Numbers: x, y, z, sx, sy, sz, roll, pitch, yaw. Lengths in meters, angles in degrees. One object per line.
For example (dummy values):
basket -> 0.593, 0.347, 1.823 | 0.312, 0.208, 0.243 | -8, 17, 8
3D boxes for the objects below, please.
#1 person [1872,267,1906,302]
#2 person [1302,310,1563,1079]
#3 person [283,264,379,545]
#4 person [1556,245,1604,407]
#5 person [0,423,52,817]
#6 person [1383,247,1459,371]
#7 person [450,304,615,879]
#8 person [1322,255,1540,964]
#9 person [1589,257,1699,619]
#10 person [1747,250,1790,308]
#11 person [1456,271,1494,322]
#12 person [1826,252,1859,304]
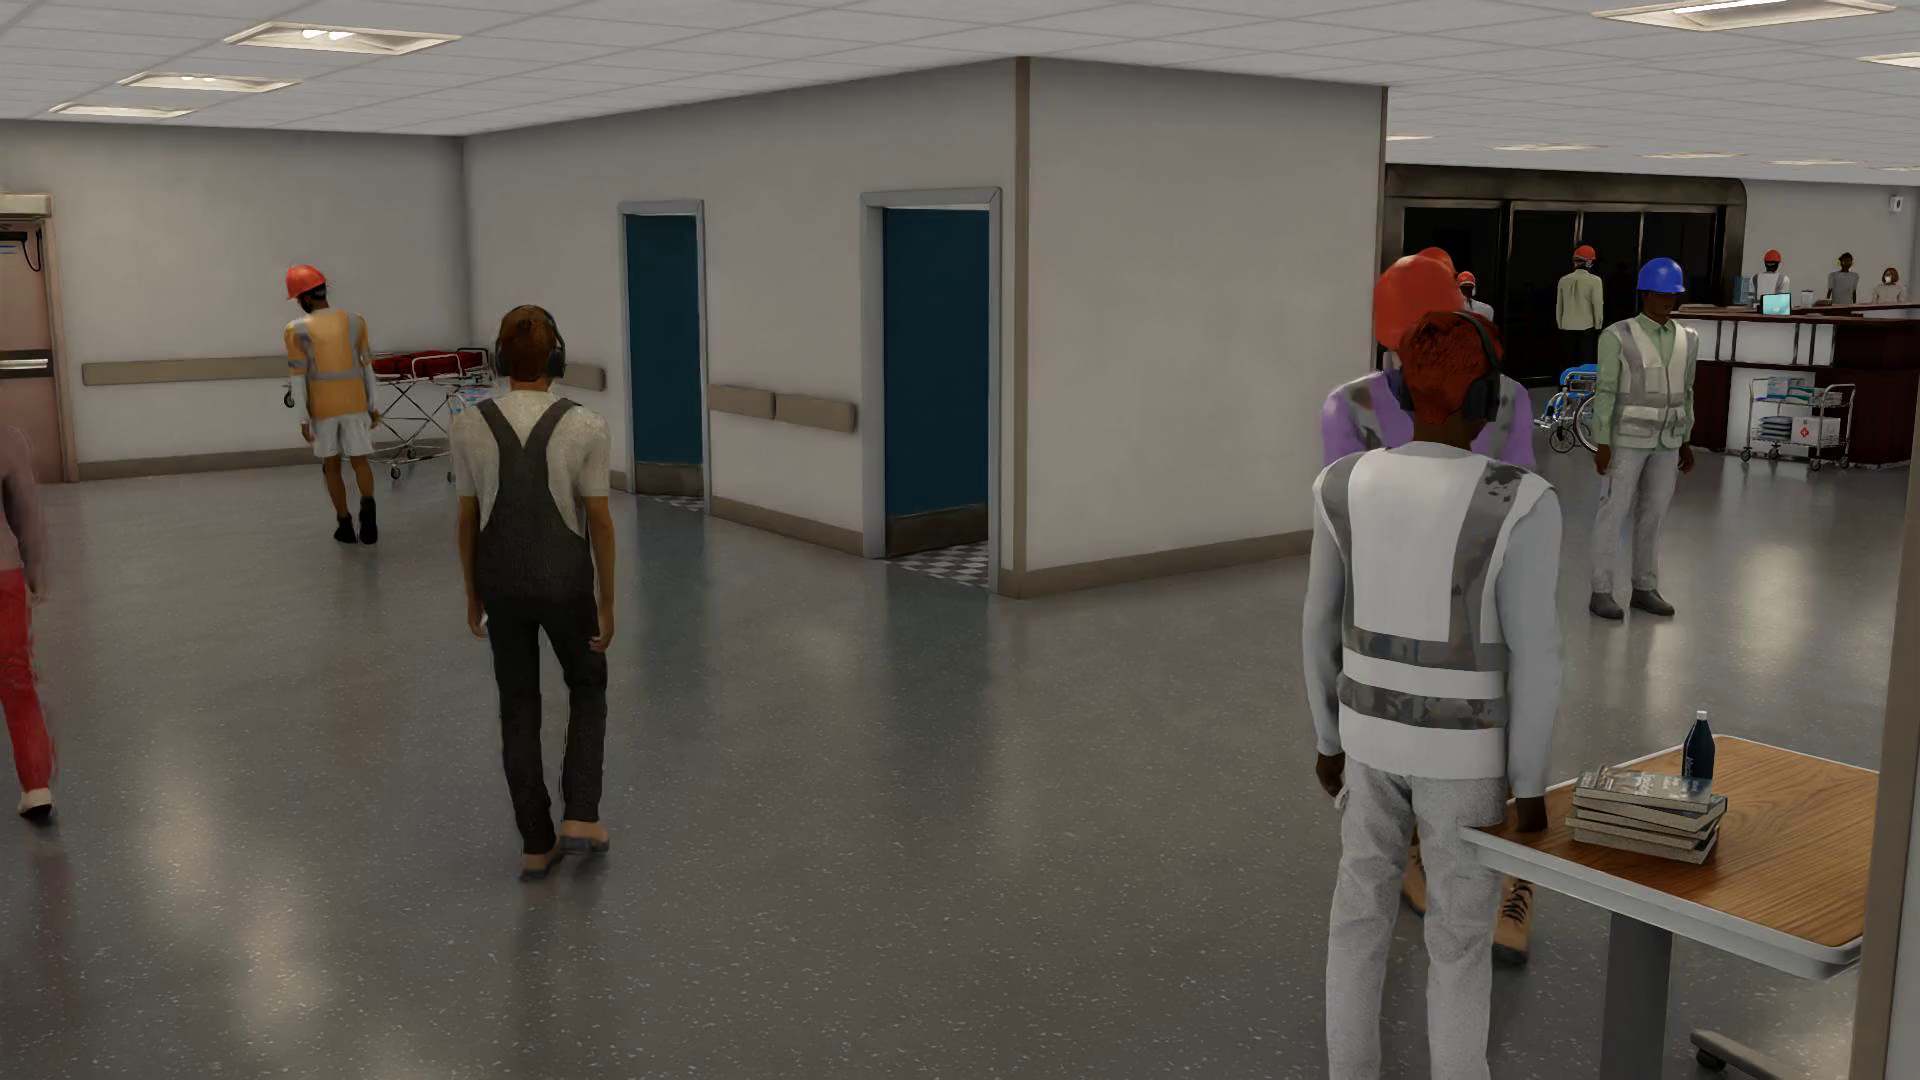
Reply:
person -> 15.054, -3.603, 27.011 | 0.501, 1.633, 0.282 | 10, 14, 43
person -> 1.003, 0.455, 3.581 | 0.358, 1.882, 0.574 | -10, 14, -43
person -> -4.116, -0.872, 10.999 | 0.597, 1.887, 0.756 | -6, 12, -30
person -> 7.692, -2.645, 20.626 | 0.389, 1.992, 0.620 | -8, 13, -39
person -> -3.522, 0.123, 5.905 | 0.918, 1.720, 0.546 | 10, 14, 43
person -> 2.758, -0.723, 9.854 | 0.375, 1.997, 0.611 | -6, 12, -32
person -> -1.345, 0.172, 5.321 | 0.505, 1.832, 0.415 | -1, 10, -4
person -> 1.367, 0.196, 4.746 | 0.672, 1.984, 0.723 | 0, 10, 2
person -> 3.701, -0.543, 8.983 | 0.612, 1.946, 0.405 | -3, 10, -14
person -> 11.680, -3.222, 24.060 | 0.547, 1.930, 0.389 | 9, 13, 41
person -> 5.052, -1.820, 16.707 | 0.564, 1.743, 0.353 | 2, 10, 13
person -> 14.544, -3.791, 27.412 | 0.554, 1.868, 0.320 | 0, 10, 2
